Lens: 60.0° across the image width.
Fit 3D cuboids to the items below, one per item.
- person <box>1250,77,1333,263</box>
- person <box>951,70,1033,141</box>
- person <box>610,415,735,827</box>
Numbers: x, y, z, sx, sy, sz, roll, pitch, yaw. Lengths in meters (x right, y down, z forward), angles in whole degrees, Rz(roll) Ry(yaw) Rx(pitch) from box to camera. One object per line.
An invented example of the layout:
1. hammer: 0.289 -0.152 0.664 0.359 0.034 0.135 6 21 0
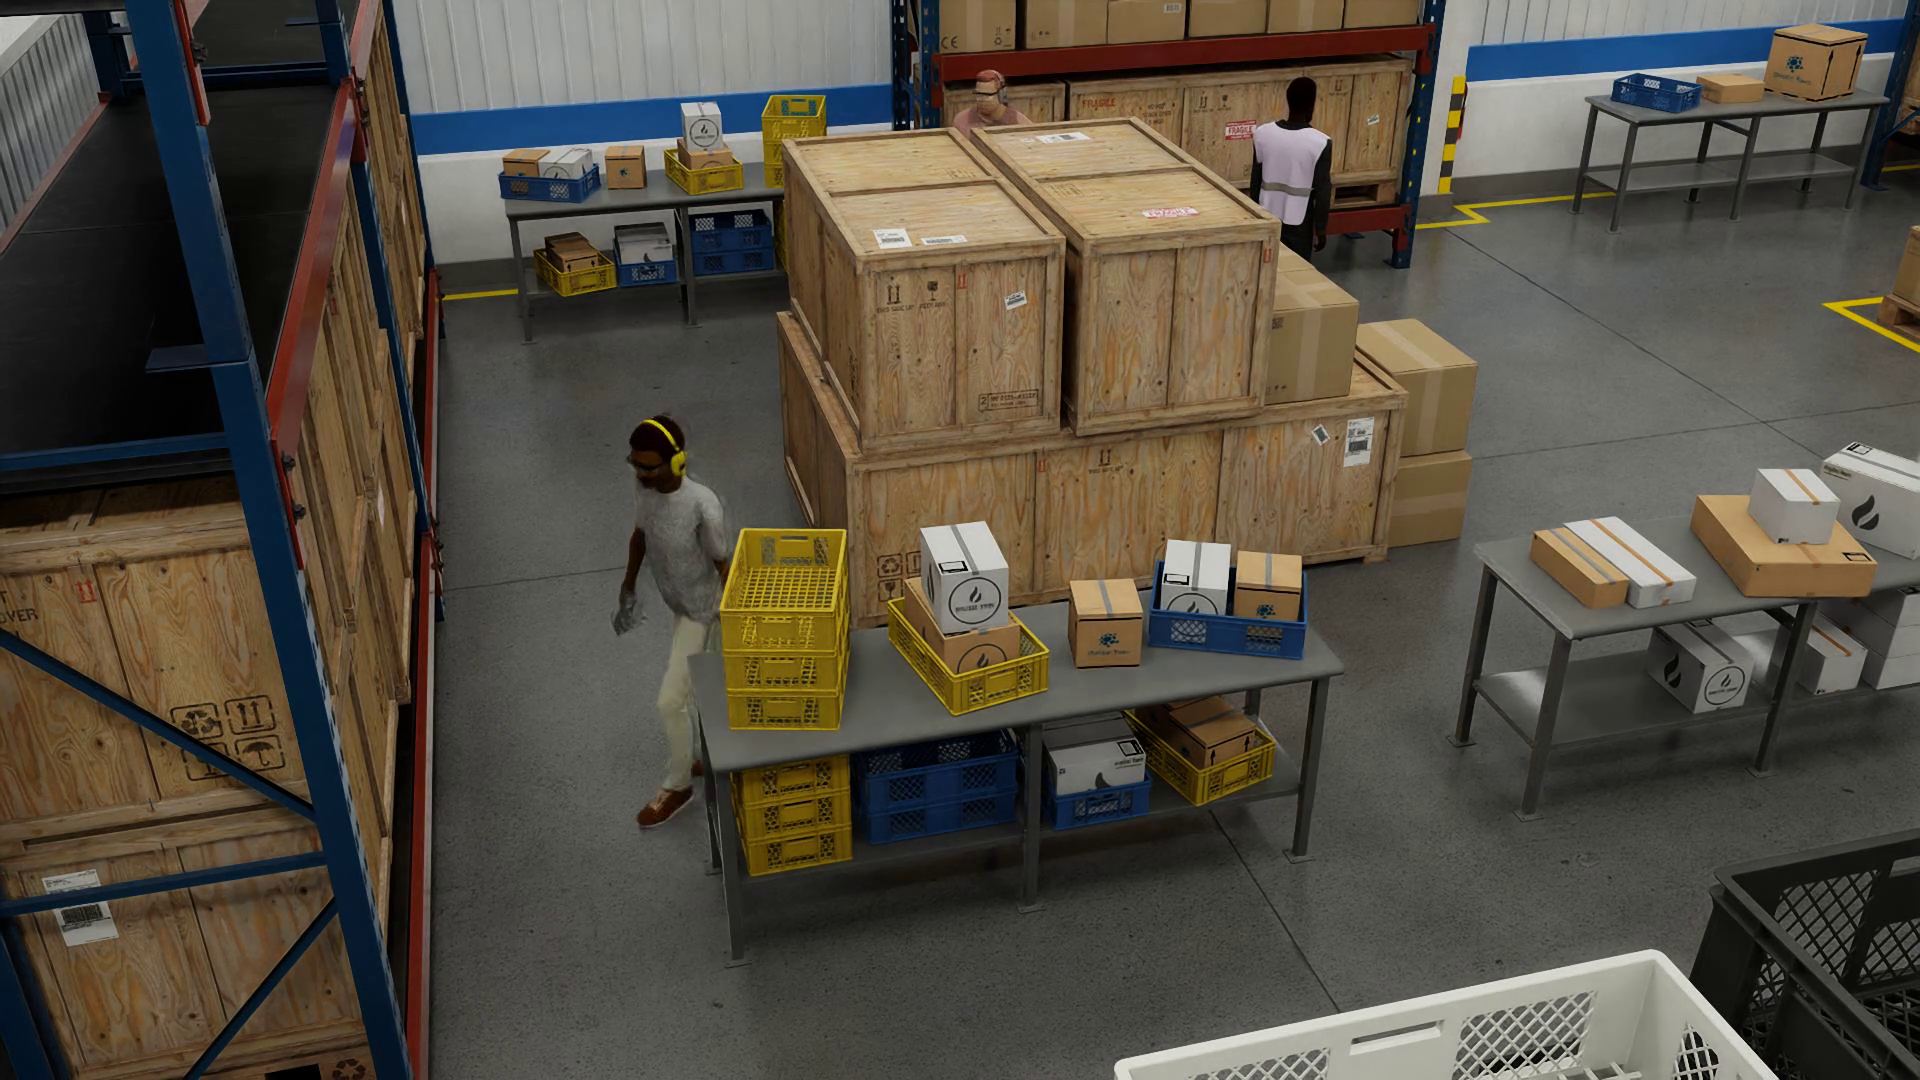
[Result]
1. person: 2.238 -2.188 11.369 0.591 1.916 0.392 20 35 32
2. person: 0.200 -2.324 11.624 0.652 1.905 0.403 11 31 19
3. person: -1.215 0.308 6.918 0.811 1.830 0.575 -22 36 -34
